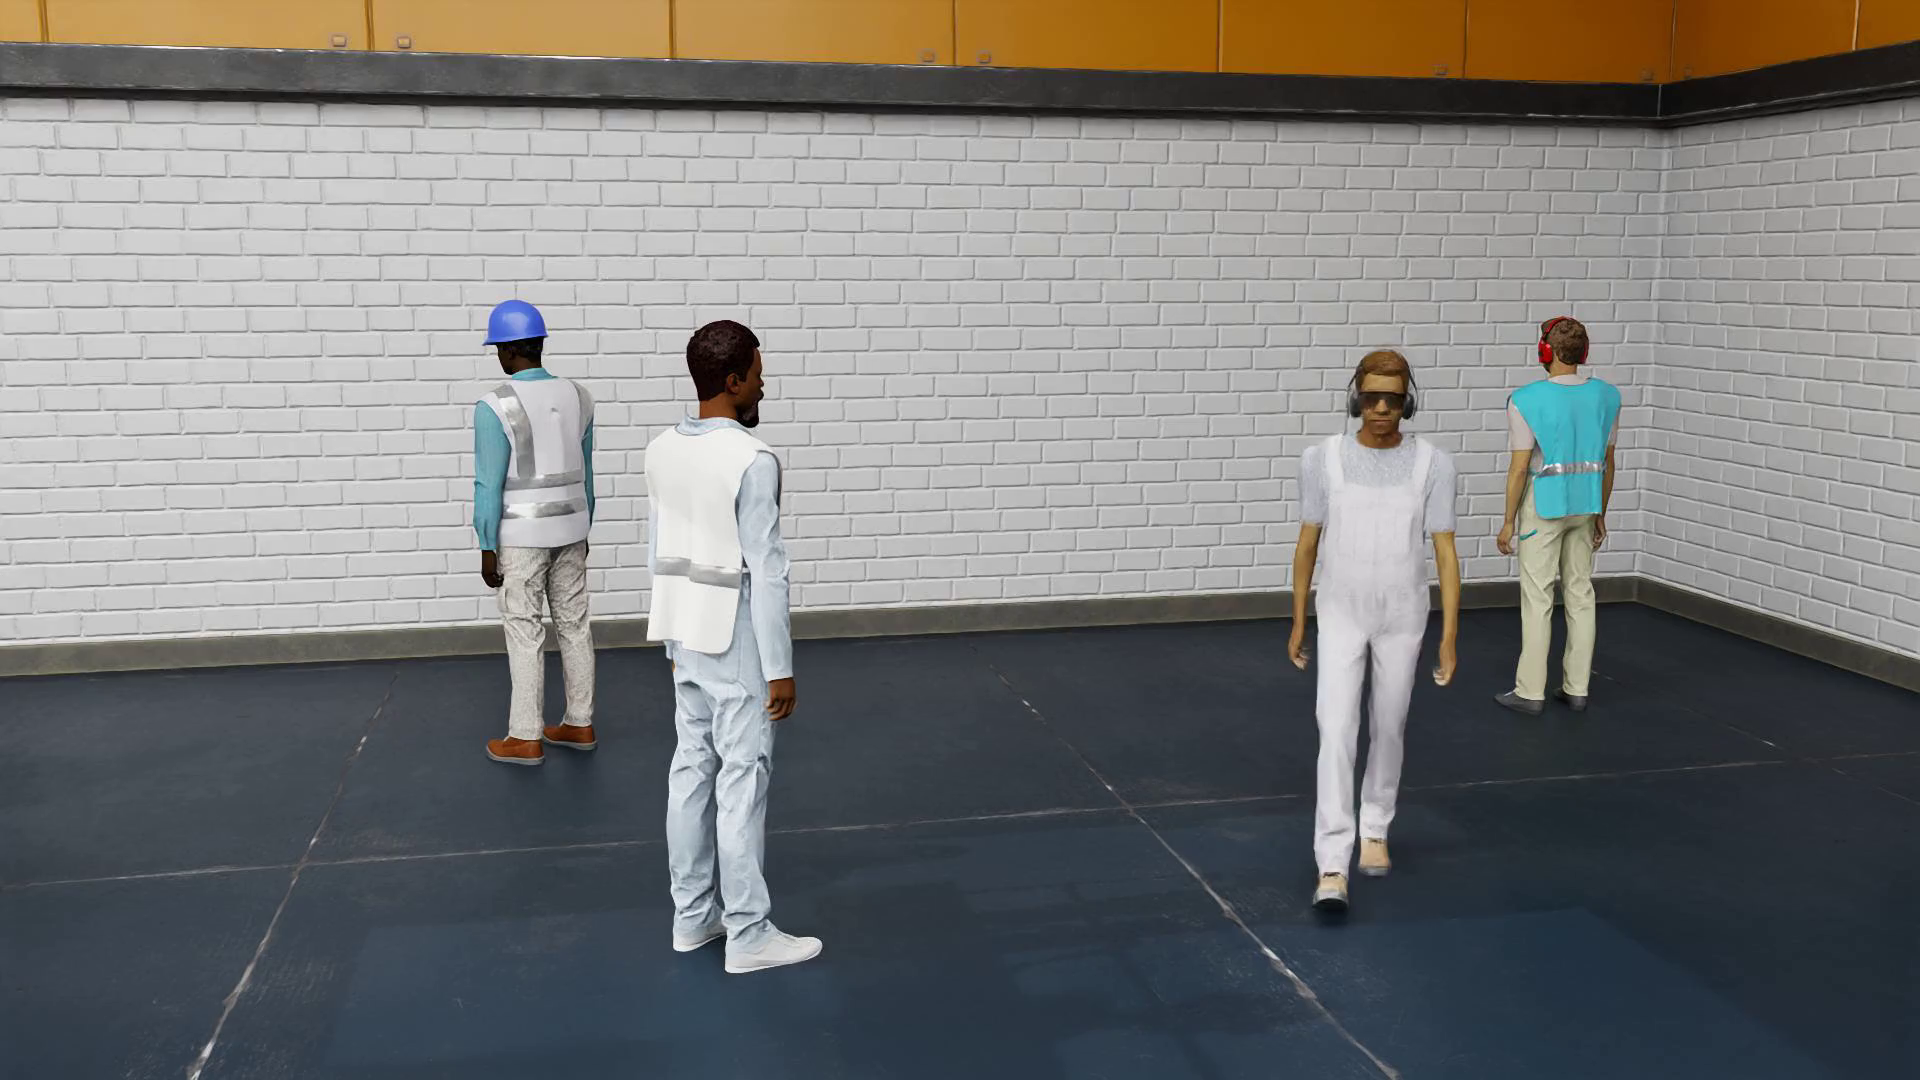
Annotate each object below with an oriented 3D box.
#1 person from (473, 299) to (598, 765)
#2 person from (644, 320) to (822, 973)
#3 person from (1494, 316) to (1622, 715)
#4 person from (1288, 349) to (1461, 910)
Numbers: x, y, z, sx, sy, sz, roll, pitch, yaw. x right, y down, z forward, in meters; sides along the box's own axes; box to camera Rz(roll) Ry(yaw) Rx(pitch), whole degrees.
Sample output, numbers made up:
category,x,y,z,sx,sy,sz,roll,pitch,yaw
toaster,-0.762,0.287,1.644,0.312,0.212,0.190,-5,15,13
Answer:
category,x,y,z,sx,sy,sz,roll,pitch,yaw
person,-1.783,-0.029,6.975,0.416,1.939,0.604,7,11,35
person,-0.704,0.317,4.917,0.392,1.920,0.589,-9,13,-44
person,2.765,-0.104,7.701,0.566,1.847,0.390,-3,10,-15
person,1.339,0.296,5.398,0.538,1.799,0.938,2,10,12
